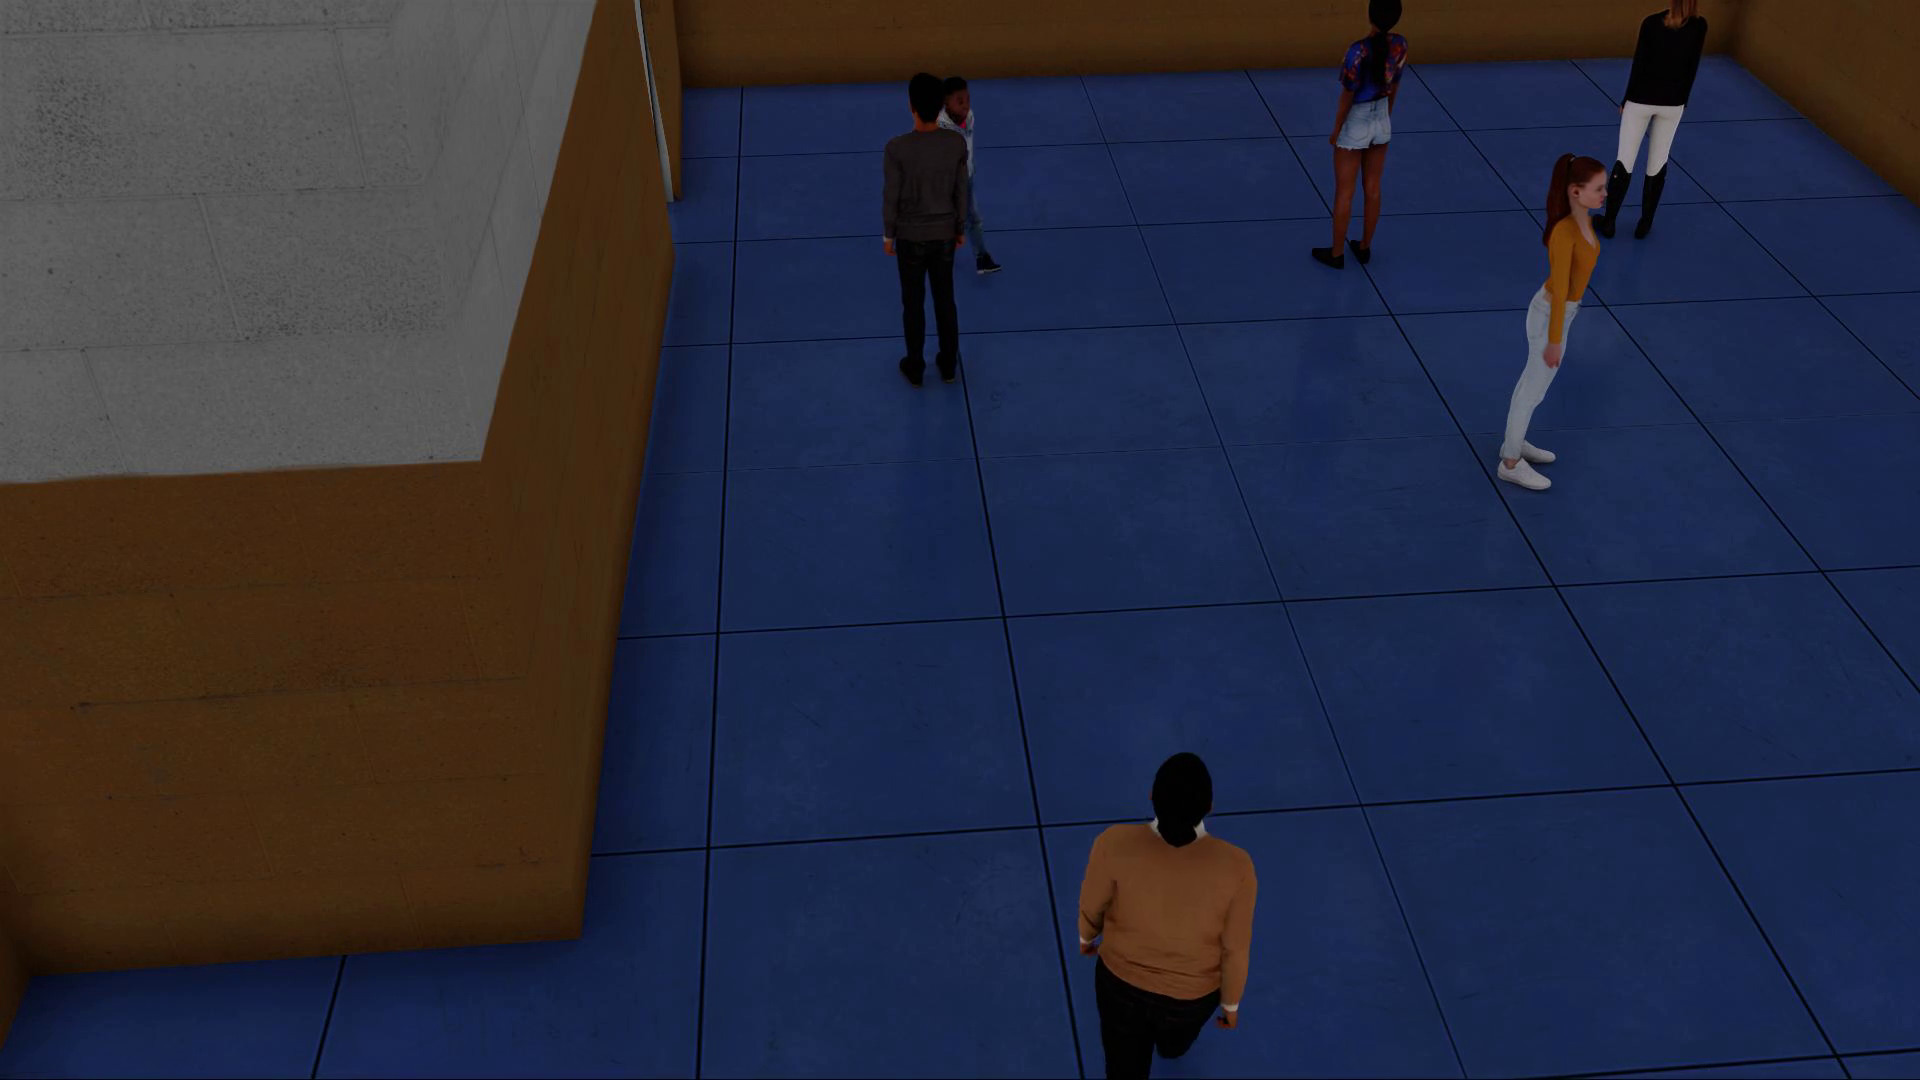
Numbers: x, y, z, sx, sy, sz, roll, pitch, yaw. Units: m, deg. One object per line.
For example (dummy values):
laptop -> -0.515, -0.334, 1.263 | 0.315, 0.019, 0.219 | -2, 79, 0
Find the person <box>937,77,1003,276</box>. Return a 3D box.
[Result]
person -> -0.085, -2.249, 10.249 | 0.843, 1.229, 0.788 | -22, 42, -26

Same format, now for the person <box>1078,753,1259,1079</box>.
person -> 0.587, 1.384, 5.001 | 1.129, 1.712, 0.934 | 6, 37, 8

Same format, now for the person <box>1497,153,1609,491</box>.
person -> 2.932, -1.081, 8.258 | 0.702, 1.751, 0.673 | 14, 39, 18

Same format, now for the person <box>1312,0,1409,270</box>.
person -> 2.468, -2.496, 10.150 | 0.558, 1.743, 0.708 | -15, 39, -19

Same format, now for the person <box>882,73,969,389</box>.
person -> -0.184, -1.645, 8.997 | 0.563, 1.766, 0.746 | -31, 47, -34

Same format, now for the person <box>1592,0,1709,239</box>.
person -> 4.357, -2.720, 10.447 | 0.558, 1.729, 0.672 | 5, 37, 6
